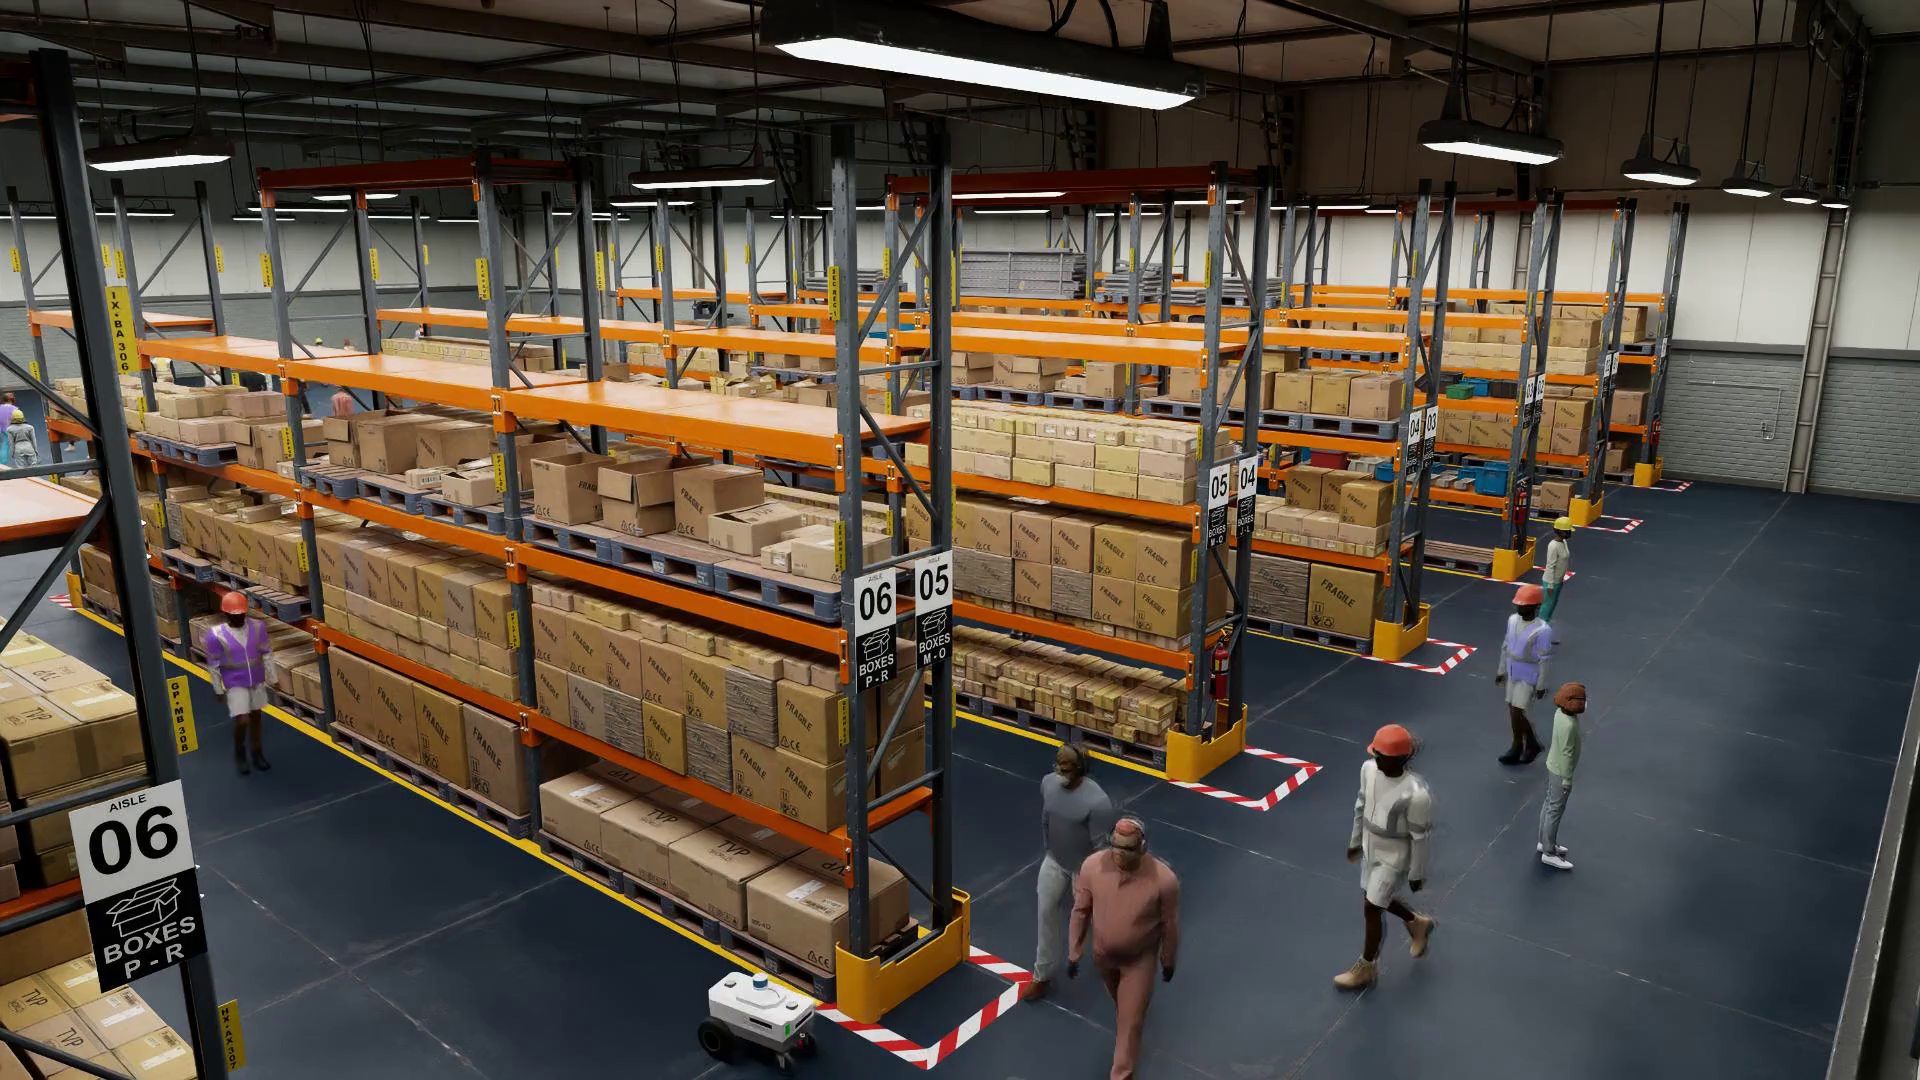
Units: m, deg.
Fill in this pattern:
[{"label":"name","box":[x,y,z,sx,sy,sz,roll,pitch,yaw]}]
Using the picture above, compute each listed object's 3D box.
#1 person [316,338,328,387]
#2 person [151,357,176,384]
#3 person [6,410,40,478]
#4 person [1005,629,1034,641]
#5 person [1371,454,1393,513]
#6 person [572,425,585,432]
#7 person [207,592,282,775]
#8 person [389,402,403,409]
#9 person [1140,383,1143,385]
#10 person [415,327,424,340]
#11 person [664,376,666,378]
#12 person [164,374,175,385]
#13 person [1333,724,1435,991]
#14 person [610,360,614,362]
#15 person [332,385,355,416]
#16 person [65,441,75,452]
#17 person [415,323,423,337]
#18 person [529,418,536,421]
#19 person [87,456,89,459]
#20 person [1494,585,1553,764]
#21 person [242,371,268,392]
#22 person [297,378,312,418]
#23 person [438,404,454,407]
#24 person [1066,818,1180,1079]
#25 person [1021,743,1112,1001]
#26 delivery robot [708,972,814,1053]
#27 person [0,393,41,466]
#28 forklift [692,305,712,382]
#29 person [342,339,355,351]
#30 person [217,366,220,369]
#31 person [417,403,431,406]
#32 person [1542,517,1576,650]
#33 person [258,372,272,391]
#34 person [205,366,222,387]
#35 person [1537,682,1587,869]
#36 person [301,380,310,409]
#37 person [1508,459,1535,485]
[{"label":"person","box":[-22.947,-6.371,45.246,0.534,1.724,0.890,-13,19,-43]},{"label":"person","box":[-25.175,-5.121,39.858,0.621,1.845,0.429,-6,15,-23]},{"label":"person","box":[-19.911,-1.893,26.784,0.487,1.744,0.294,-10,17,-36]},{"label":"person","box":[0.801,0.434,16.922,0.575,1.881,0.356,-13,19,-43]},{"label":"person","box":[8.118,-1.316,24.146,0.587,1.863,1.030,-8,16,-29]},{"label":"person","box":[-10.696,-3.836,35.026,0.503,1.630,0.323,-9,16,-32]},{"label":"person","box":[-7.217,1.436,12.734,0.464,1.920,0.563,10,17,36]},{"label":"person","box":[-14.934,-3.496,33.149,0.531,1.855,0.477,-6,15,-23]},{"label":"person","box":[4.404,-3.061,31.430,0.959,1.830,0.536,11,17,37]},{"label":"person","box":[-20.456,-7.137,47.987,0.549,1.921,0.560,1,14,2]},{"label":"person","box":[-9.517,-5.412,40.943,0.679,1.887,0.540,10,17,36]},{"label":"person","box":[-20.155,-3.292,32.236,0.666,1.886,0.423,-7,15,-25]},{"label":"person","box":[3.161,2.256,9.160,0.856,2.017,0.617,-5,14,-19]},{"label":"person","box":[-9.841,-4.170,35.817,0.649,1.905,0.900,-1,14,-5]},{"label":"person","box":[-14.875,-2.885,30.393,0.614,1.979,0.573,6,15,22]},{"label":"person","box":[-22.395,-3.107,31.924,0.537,1.670,0.719,4,14,15]},{"label":"person","box":[-21.311,-7.730,50.271,1.003,1.999,0.613,13,19,43]},{"label":"person","box":[-11.761,-3.671,33.801,0.992,1.882,0.548,-4,14,-18]},{"label":"person","box":[-21.075,-2.877,30.624,0.624,1.845,0.430,5,14,18]},{"label":"person","box":[5.754,1.384,12.912,0.404,1.925,0.544,-4,14,-15]},{"label":"person","box":[-19.477,-3.972,34.875,0.658,1.964,0.508,-1,14,-3]},{"label":"person","box":[-19.723,-4.583,37.319,0.693,2.000,1.018,8,16,29]},{"label":"person","box":[-12.056,-2.693,29.668,0.372,1.940,0.632,-1,14,-5]},{"label":"person","box":[1.015,2.628,7.964,0.657,1.848,1.020,7,15,27]},{"label":"person","box":[0.867,2.323,9.149,0.631,1.897,0.988,12,18,41]},{"label":"delivery robot","box":[-1.330,3.142,8.443,0.707,0.478,0.477,8,16,28]},{"label":"person","box":[-22.014,-2.523,29.276,0.588,1.793,0.996,2,14,7]},{"label":"forklift","box":[-9.511,-7.392,47.124,1.873,2.768,1.129,11,17,38]},{"label":"person","box":[-22.314,-6.517,46.022,0.484,1.622,0.563,5,14,19]},{"label":"person","box":[-26.536,-6.388,45.377,0.322,1.692,0.530,5,15,20]},{"label":"person","box":[-14.260,-3.665,33.733,0.642,1.909,0.410,-10,17,-36]},{"label":"person","box":[7.897,0.553,16.674,0.325,1.767,0.533,11,18,38]},{"label":"person","box":[-20.046,-4.290,36.212,0.605,1.951,0.380,3,14,12]},{"label":"person","box":[-21.918,-4.325,37.048,0.436,1.621,0.518,4,14,17]},{"label":"person","box":[5.240,2.014,10.935,0.286,1.636,0.497,5,14,18]},{"label":"person","box":[-20.658,-5.043,39.375,0.648,1.918,0.570,-4,14,-17]},{"label":"person","box":[11.664,-1.886,26.337,0.664,1.935,1.011,-13,19,-42]}]
